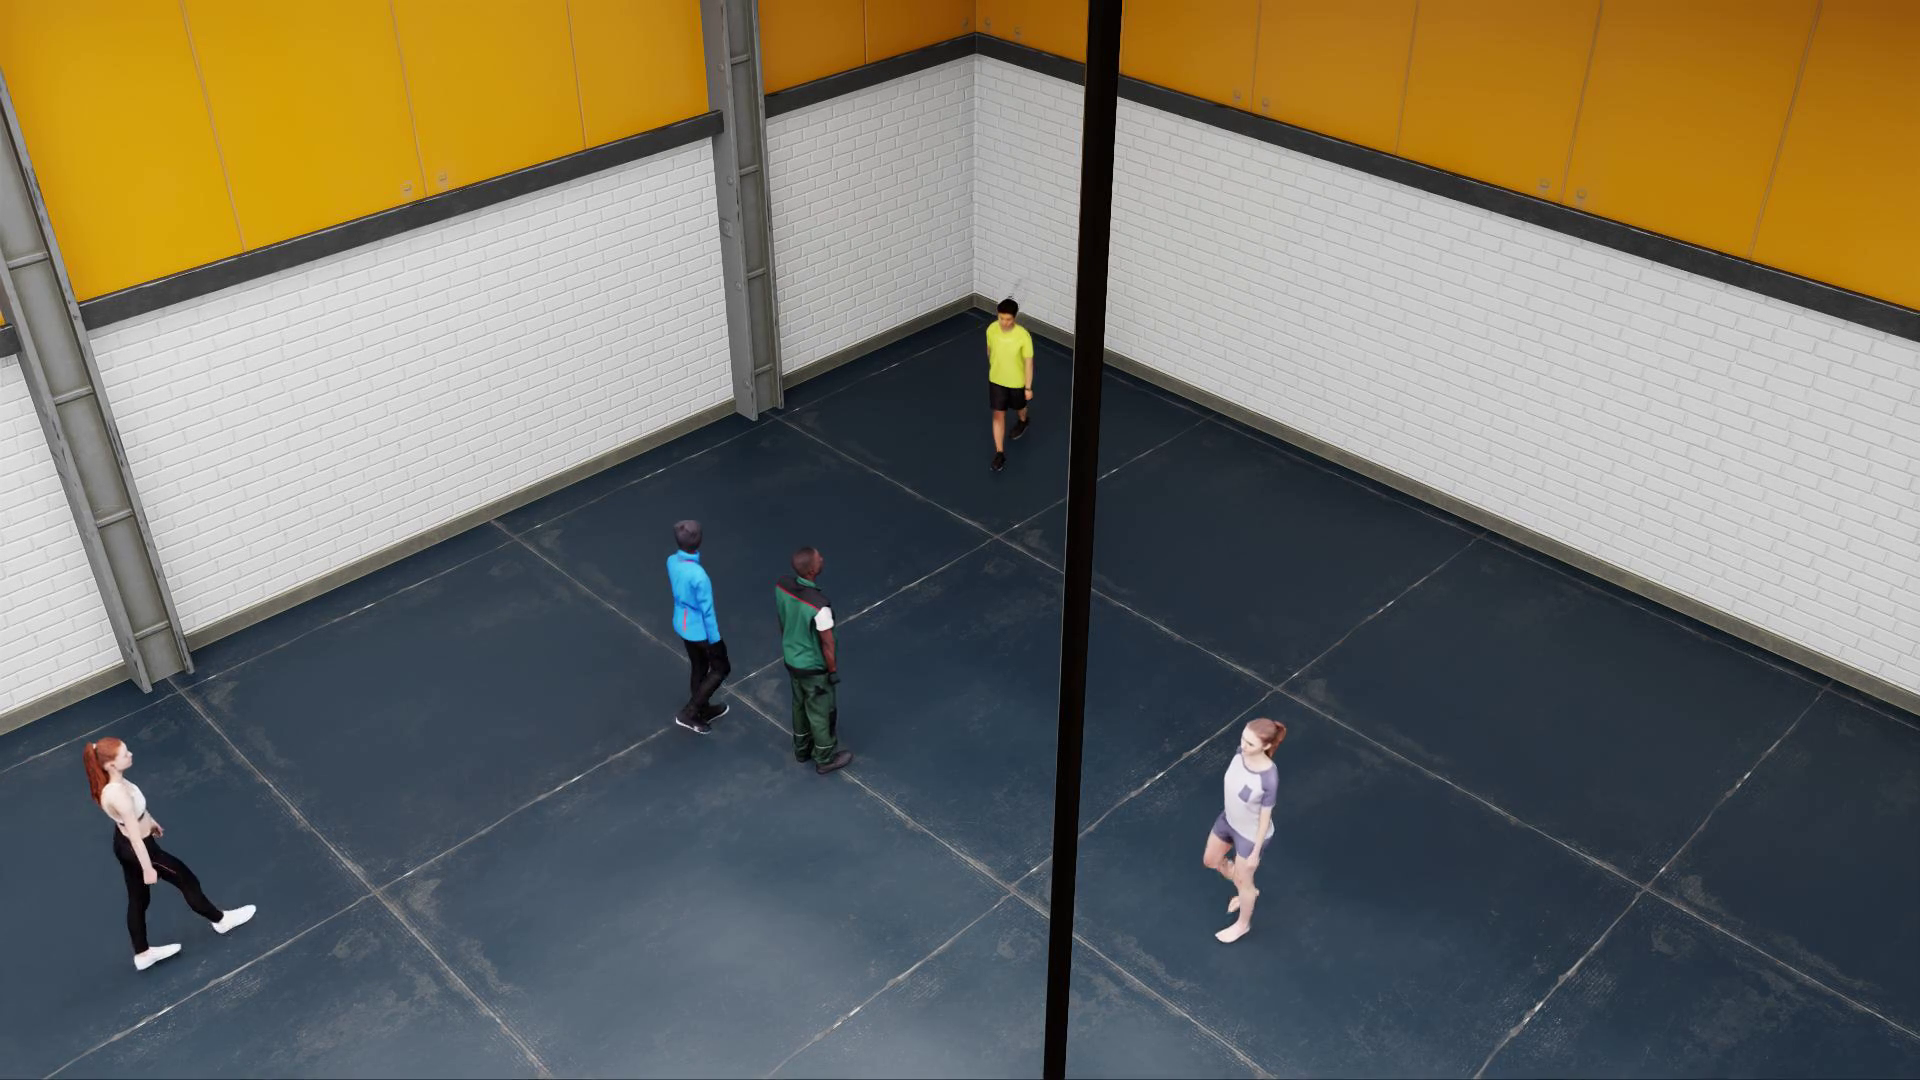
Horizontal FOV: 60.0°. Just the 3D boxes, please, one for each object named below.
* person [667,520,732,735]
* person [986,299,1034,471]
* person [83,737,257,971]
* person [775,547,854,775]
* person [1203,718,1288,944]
[{"bbox_3d":[-1.965,0.679,11.926,0.718,1.782,0.647,-25,41,-33],"label":"person"},{"bbox_3d":[0.465,-1.535,15.382,0.999,1.644,1.239,11,35,15],"label":"person"},{"bbox_3d":[-5.067,1.938,10.088,0.988,1.721,0.655,-25,41,-32],"label":"person"},{"bbox_3d":[-1.053,0.835,11.640,0.589,1.839,0.668,-29,43,-36],"label":"person"},{"bbox_3d":[1.842,1.770,10.311,0.743,1.753,0.693,-13,36,-18],"label":"person"}]
